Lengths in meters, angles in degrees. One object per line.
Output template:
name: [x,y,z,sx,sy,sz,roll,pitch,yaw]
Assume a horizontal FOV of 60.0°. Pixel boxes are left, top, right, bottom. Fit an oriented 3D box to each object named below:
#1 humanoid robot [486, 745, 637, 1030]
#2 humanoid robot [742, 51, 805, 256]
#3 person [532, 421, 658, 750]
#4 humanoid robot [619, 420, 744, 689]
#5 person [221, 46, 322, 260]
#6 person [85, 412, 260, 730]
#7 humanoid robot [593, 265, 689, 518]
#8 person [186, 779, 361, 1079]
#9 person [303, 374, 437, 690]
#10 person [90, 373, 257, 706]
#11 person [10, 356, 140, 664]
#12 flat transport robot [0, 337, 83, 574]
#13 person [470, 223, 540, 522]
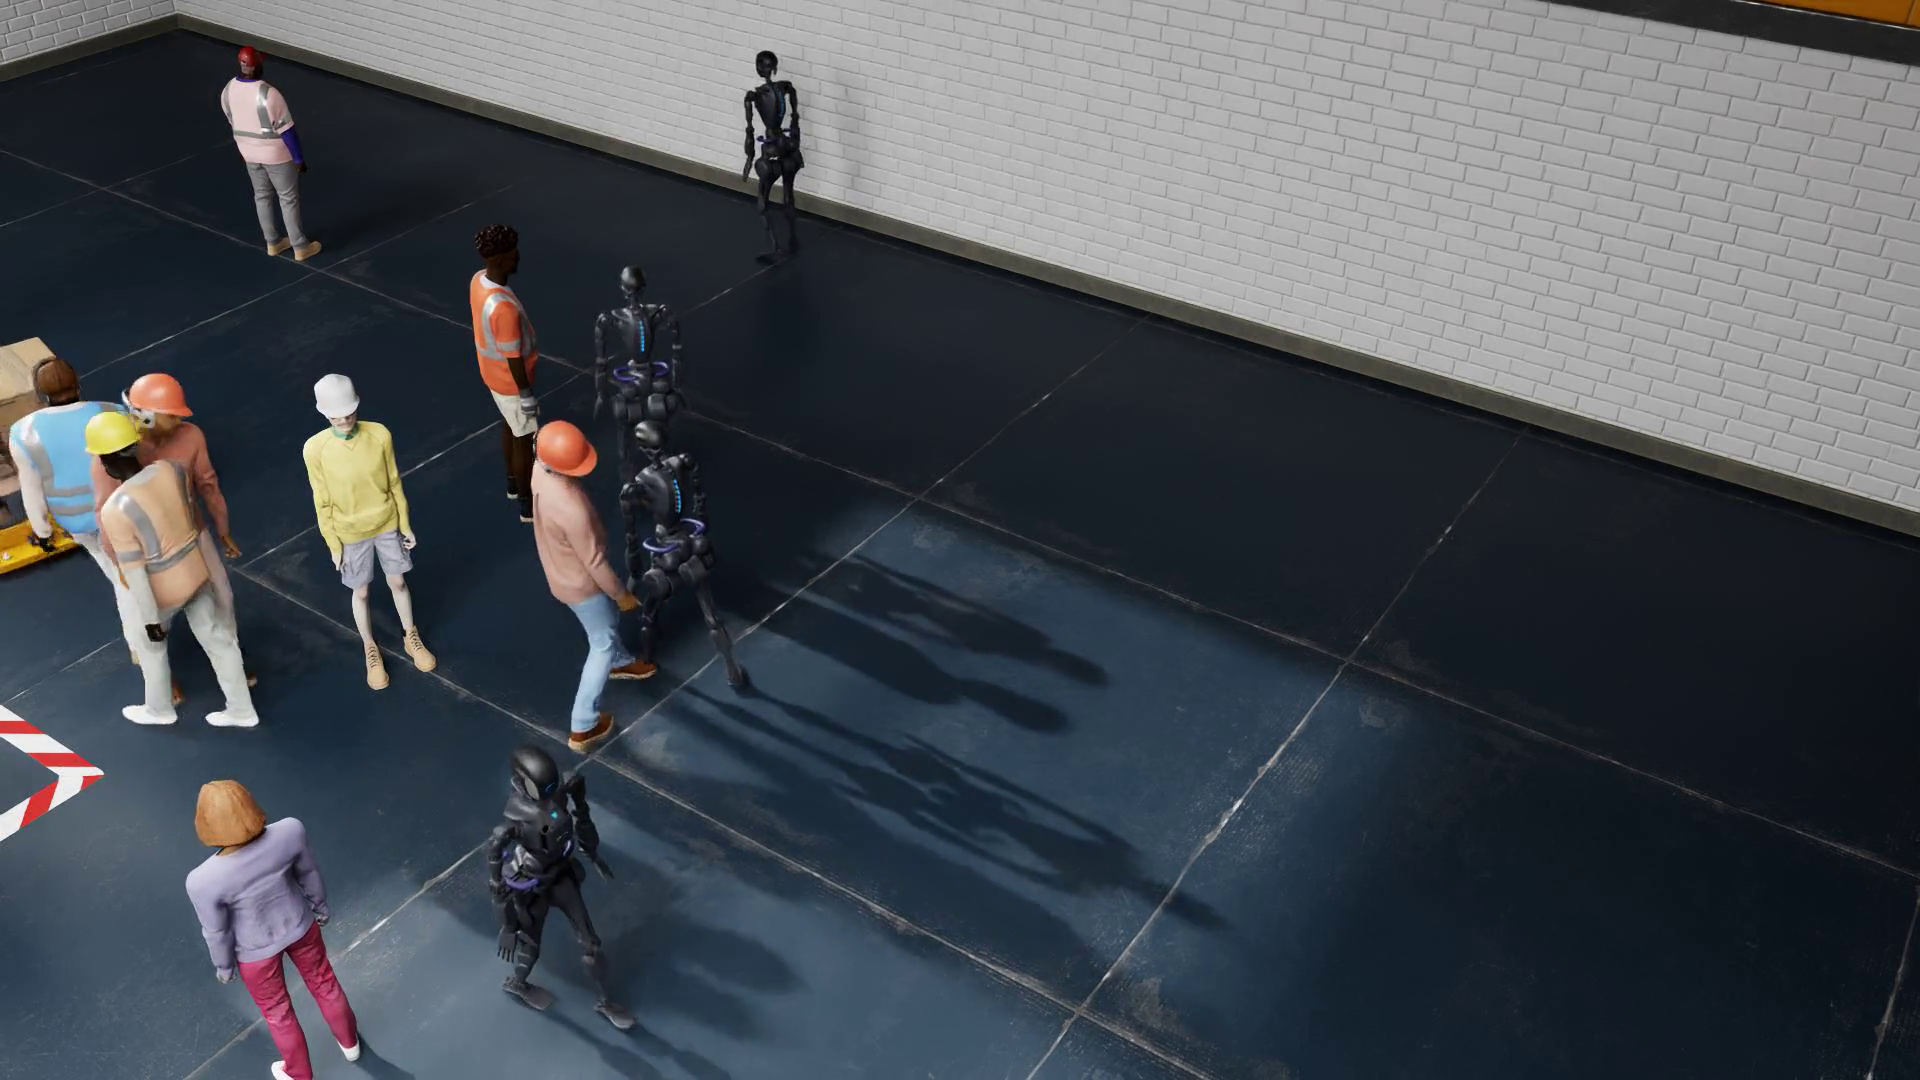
humanoid robot: [-1.736,1.440,6.997,0.694,1.630,0.598,20,40,26]
humanoid robot: [-1.488,-3.133,13.511,0.381,1.642,0.593,28,44,34]
person: [-1.918,0.157,8.599,0.633,1.928,0.653,-18,39,-23]
humanoid robot: [-1.546,0.089,8.931,0.743,1.624,0.586,25,42,31]
person: [-5.564,-3.117,13.435,0.595,1.747,0.418,10,36,13]
person: [-4.171,0.199,8.568,0.845,1.880,0.624,9,36,12]
humanoid robot: [-1.981,-0.906,10.329,0.600,1.643,0.404,-15,38,-20]
person: [-2.794,1.613,6.767,0.266,1.630,0.506,27,43,33]
person: [-3.189,-0.063,8.942,0.471,1.892,0.385,-21,40,-27]
person: [-4.174,0.010,8.788,0.600,1.946,0.653,27,43,33]
person: [-4.749,-0.215,9.228,0.648,1.805,0.797,-10,36,-14]
flat transport robot: [-6.079,-0.258,10.632,0.659,0.231,1.431,-27,43,-33]
person: [-2.761,-1.027,10.260,0.368,1.958,0.604,-17,38,-22]
